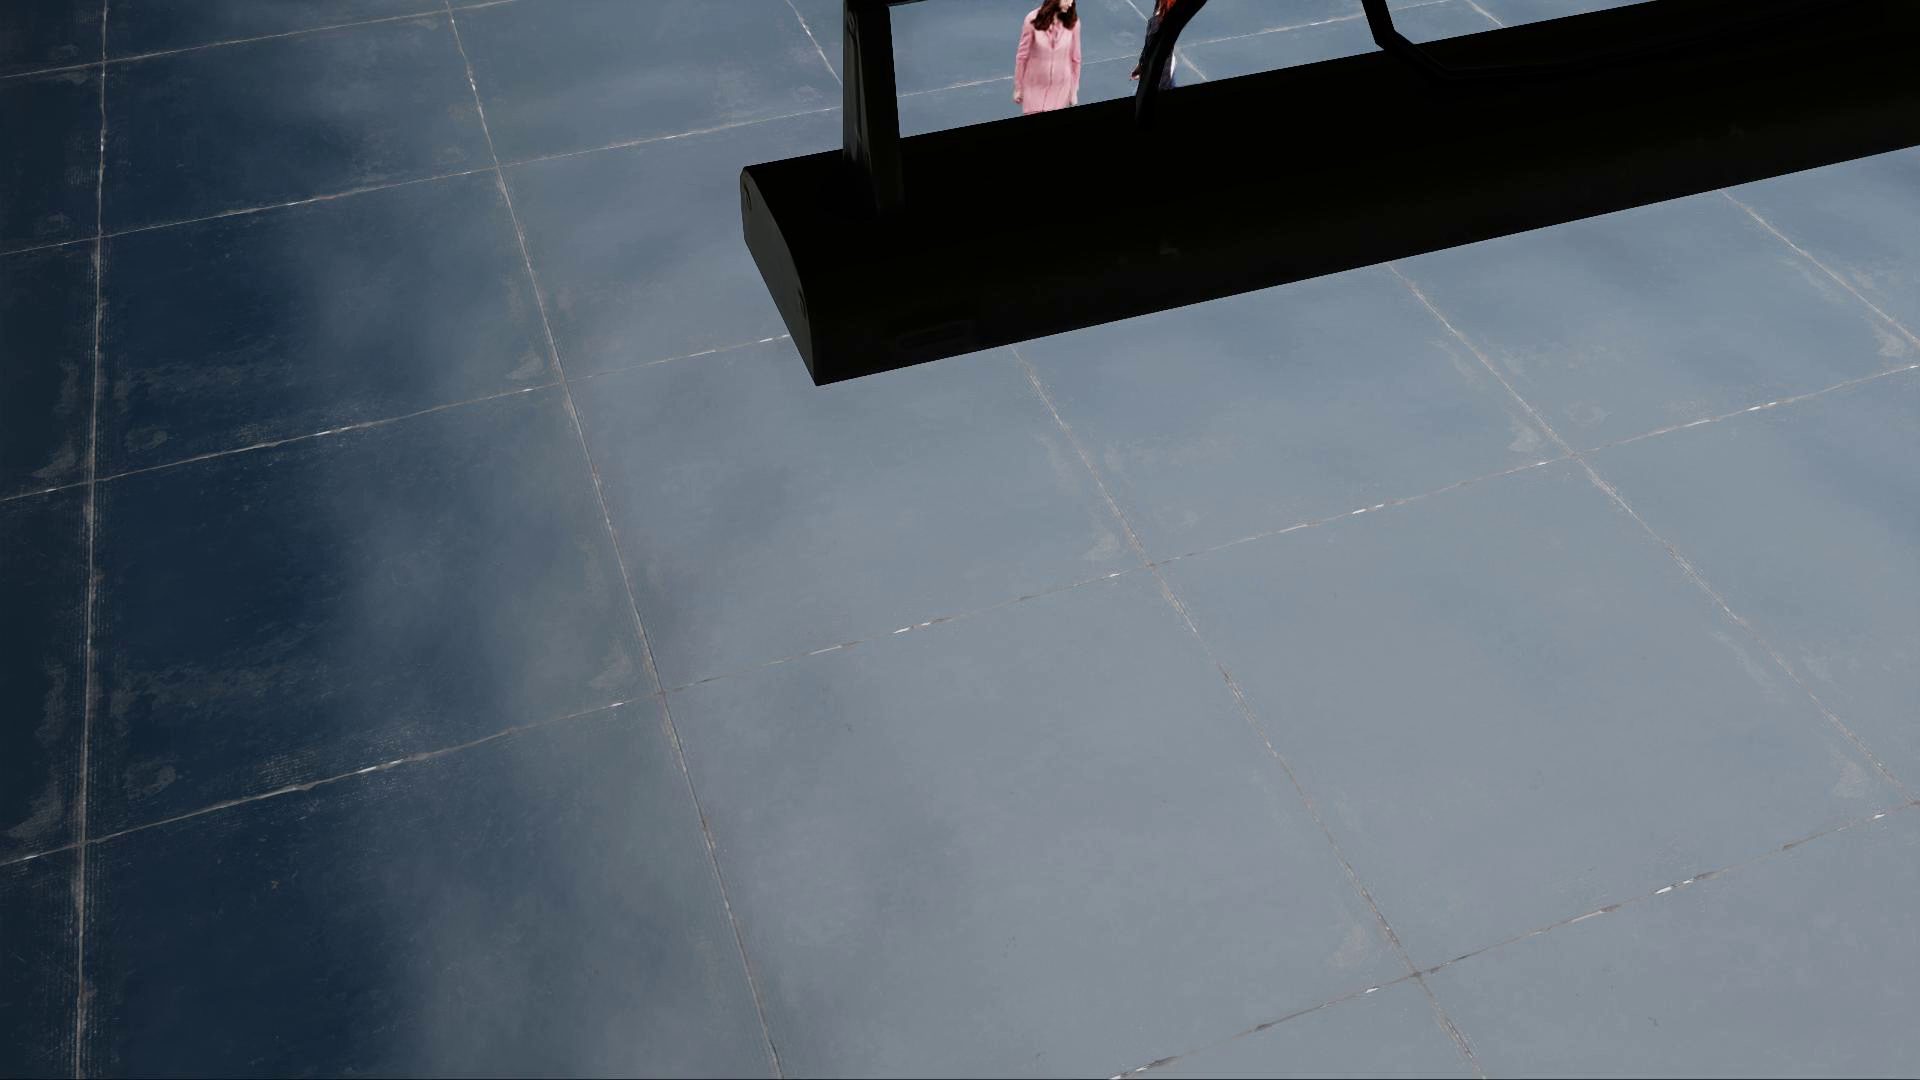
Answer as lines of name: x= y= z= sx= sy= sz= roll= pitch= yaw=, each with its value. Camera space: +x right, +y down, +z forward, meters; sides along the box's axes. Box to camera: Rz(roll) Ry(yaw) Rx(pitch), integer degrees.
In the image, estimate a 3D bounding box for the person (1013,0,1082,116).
person: x=0.658 y=-3.429 z=12.526 sx=0.726 sy=1.772 sz=0.712 roll=0 pitch=43 yaw=0
